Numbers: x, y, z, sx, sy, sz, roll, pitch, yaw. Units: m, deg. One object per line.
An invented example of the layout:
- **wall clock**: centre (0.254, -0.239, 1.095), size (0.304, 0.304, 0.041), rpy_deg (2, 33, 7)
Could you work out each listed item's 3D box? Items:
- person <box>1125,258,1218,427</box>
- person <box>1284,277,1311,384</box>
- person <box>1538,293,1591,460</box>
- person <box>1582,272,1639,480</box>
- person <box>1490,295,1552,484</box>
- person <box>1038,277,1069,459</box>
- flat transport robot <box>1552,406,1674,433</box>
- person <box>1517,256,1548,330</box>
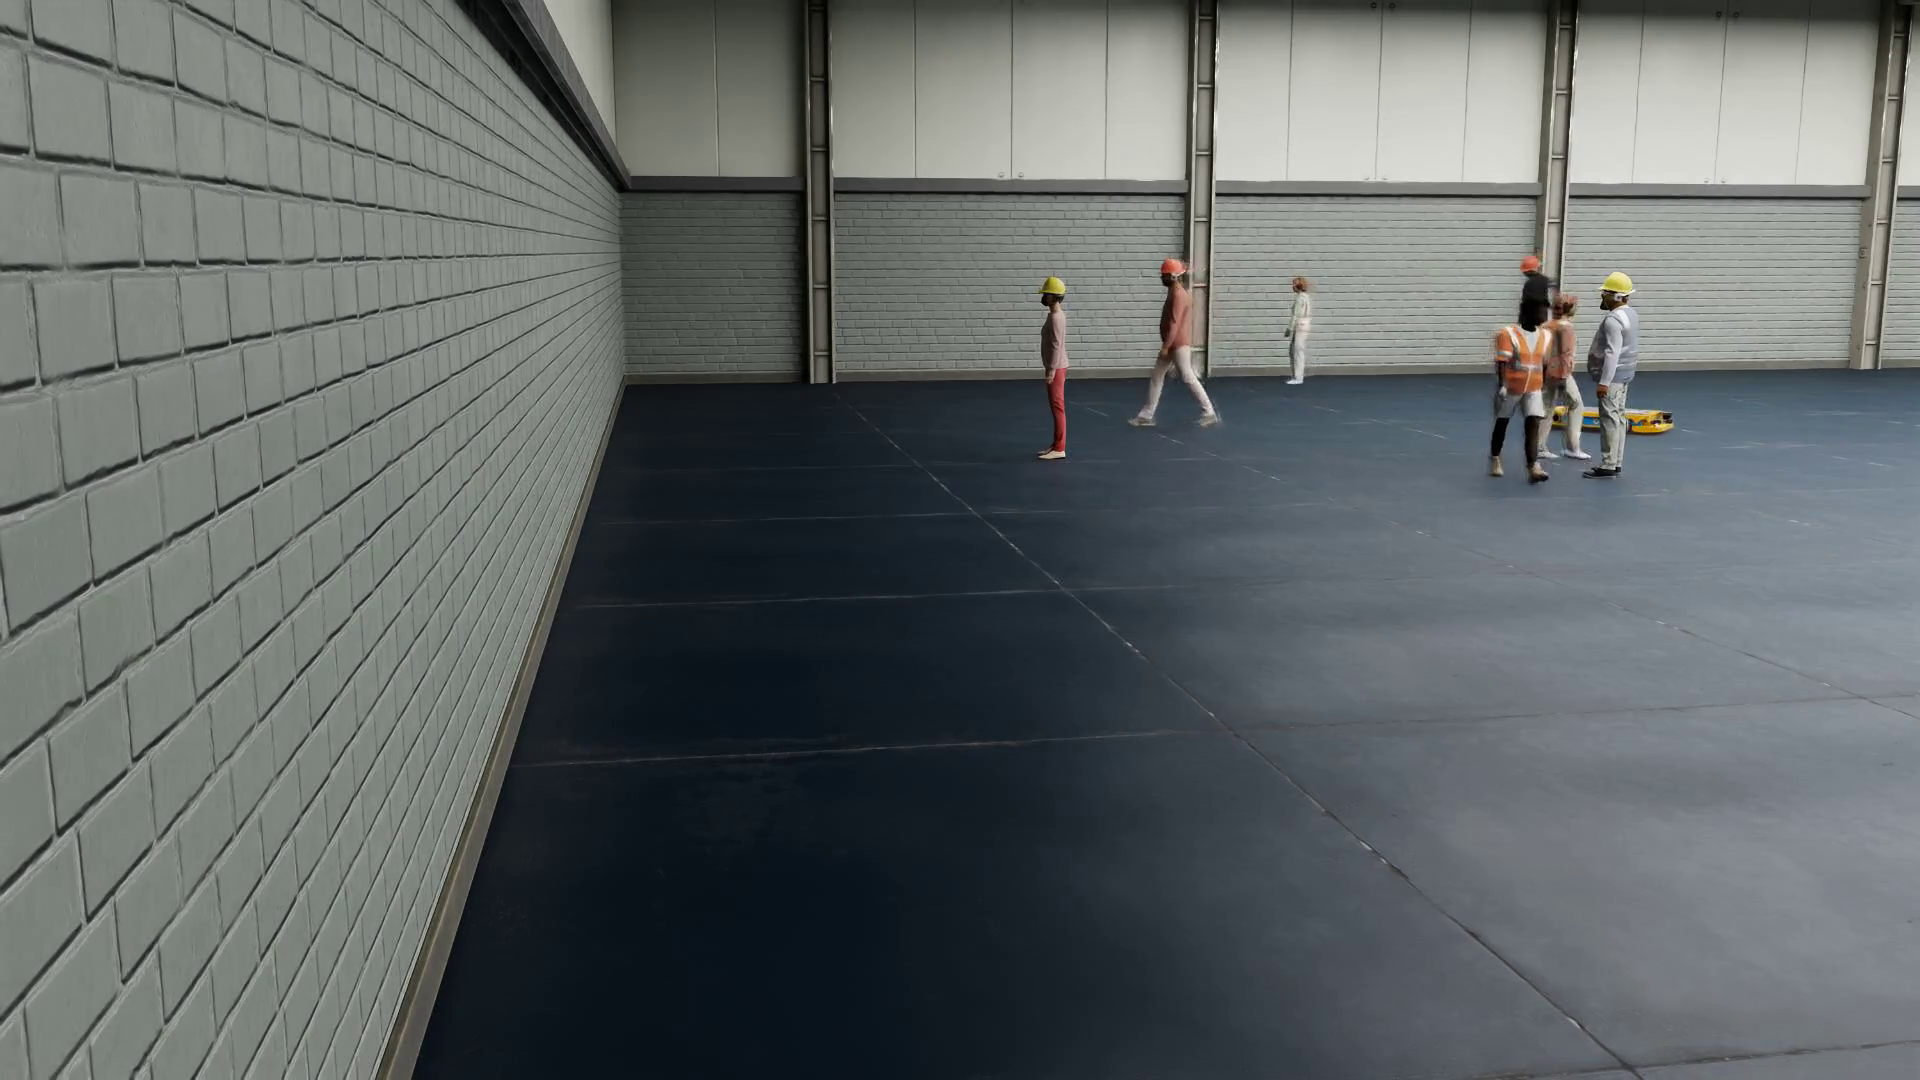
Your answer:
- **person**: centre (2.495, -2.257, 19.142), size (1.039, 1.948, 0.612), rpy_deg (-1, 10, -6)
- **person**: centre (5.123, -3.171, 25.279), size (0.403, 1.632, 0.532), rpy_deg (2, 10, 13)
- **person**: centre (5.903, -1.580, 16.165), size (0.624, 1.619, 0.518), rpy_deg (-1, 10, -4)
- **person**: centre (5.798, -1.458, 14.820), size (0.404, 1.836, 0.600), rpy_deg (7, 12, 34)
- **person**: centre (4.947, -1.331, 14.632), size (0.541, 1.635, 0.911), rpy_deg (-1, 10, -5)
- **person**: centre (0.909, -1.670, 16.240), size (0.300, 1.772, 0.522), rpy_deg (1, 10, 4)
- **flat transport robot**: centre (7.278, -1.378, 18.869), size (1.431, 0.197, 0.652), rpy_deg (7, 12, 34)
- **person**: centre (8.807, -3.369, 25.530), size (0.718, 1.948, 0.386), rpy_deg (-8, 13, -39)
